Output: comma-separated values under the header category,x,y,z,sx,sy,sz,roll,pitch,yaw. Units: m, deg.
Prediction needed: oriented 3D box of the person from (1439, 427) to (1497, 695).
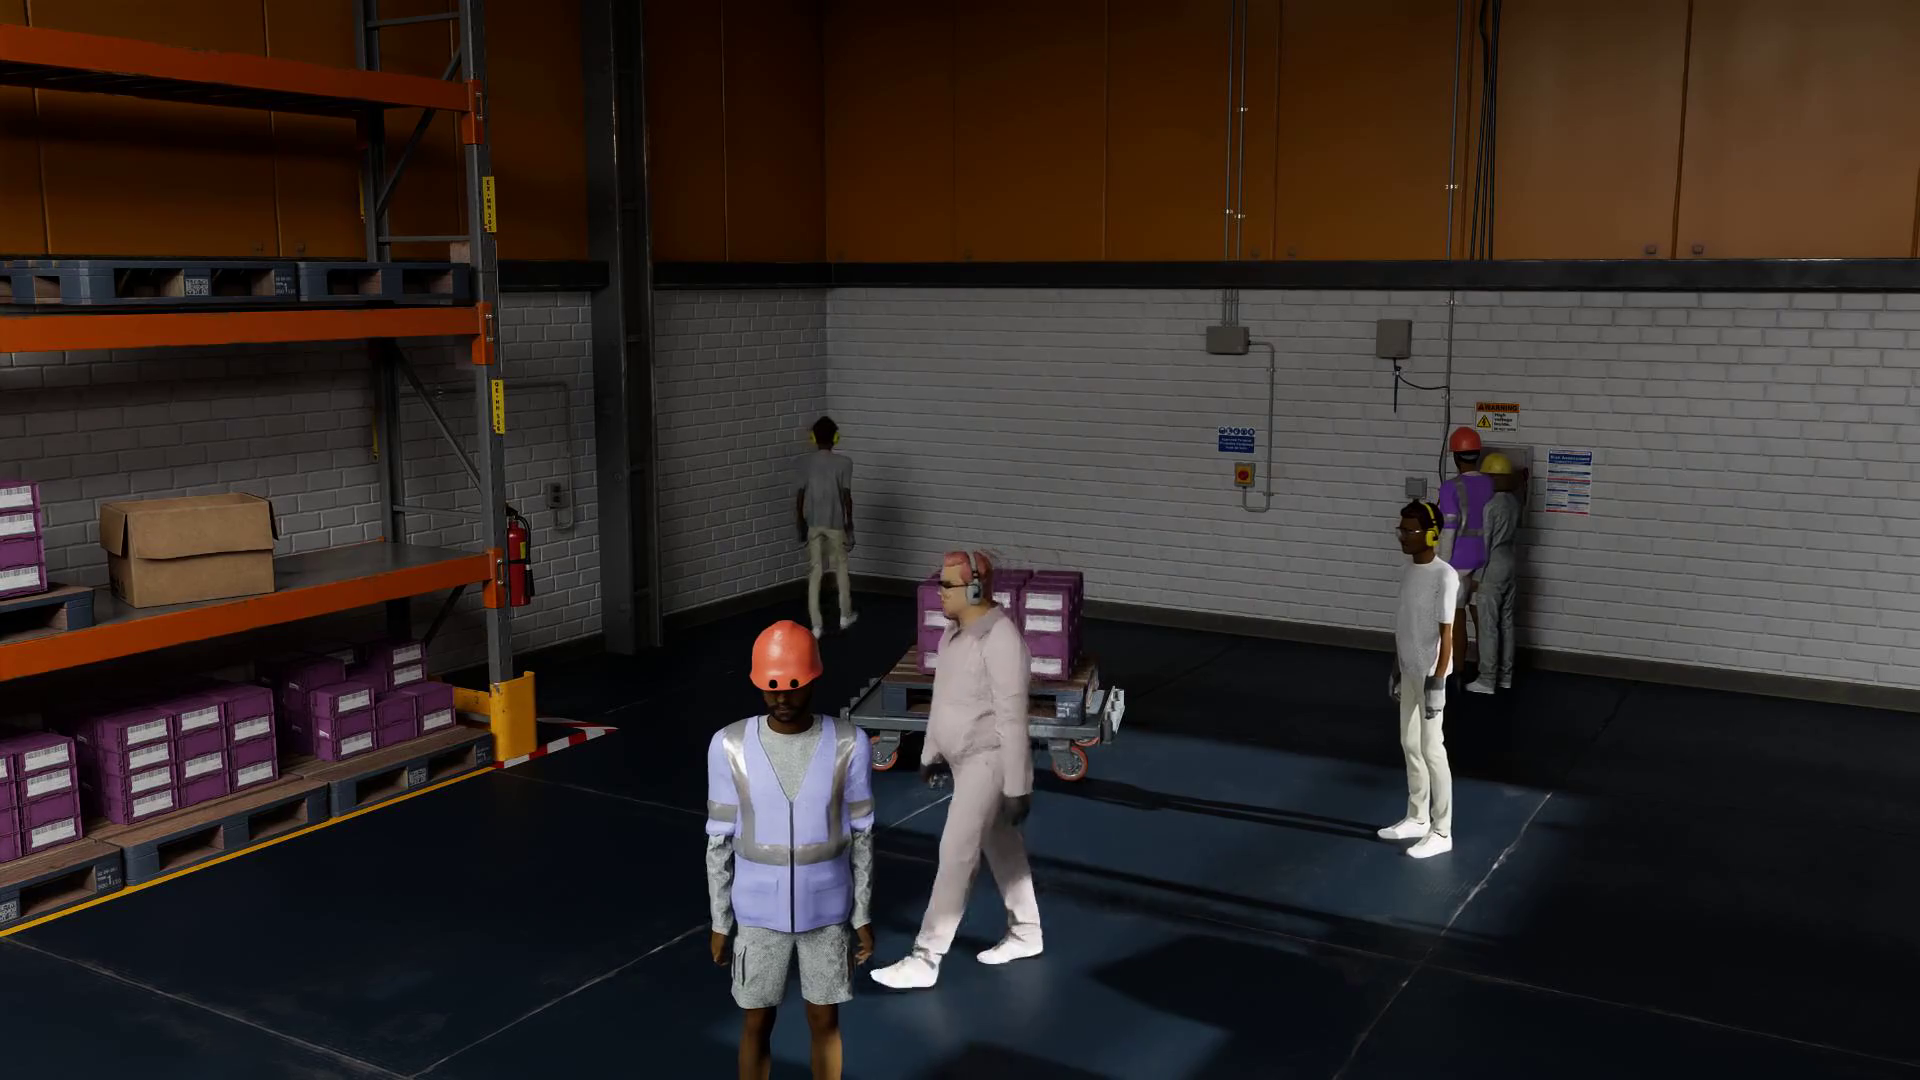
category,x,y,z,sx,sy,sz,roll,pitch,yaw
person,3.634,0.149,12.021,0.547,1.934,0.376,-5,10,-29

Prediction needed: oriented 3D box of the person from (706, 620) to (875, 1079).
category,x,y,z,sx,sy,sz,roll,pitch,yaw
person,-0.545,1.206,5.418,0.550,1.935,0.376,-1,9,-6

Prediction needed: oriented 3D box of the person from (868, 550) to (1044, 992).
category,x,y,z,sx,sy,sz,roll,pitch,yaw
person,-0.021,0.973,7.092,0.935,1.862,0.677,-3,10,-18

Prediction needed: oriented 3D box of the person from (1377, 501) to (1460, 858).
category,x,y,z,sx,sy,sz,roll,pitch,yaw
person,2.413,0.717,8.722,0.331,1.859,0.509,-2,9,-14

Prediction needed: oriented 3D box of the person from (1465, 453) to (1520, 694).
category,x,y,z,sx,sy,sz,roll,pitch,yaw
person,3.862,0.239,12.082,0.316,1.741,0.487,9,13,43

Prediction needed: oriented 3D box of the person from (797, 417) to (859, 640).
category,x,y,z,sx,sy,sz,roll,pitch,yaw
person,-1.106,-0.116,14.016,0.532,1.831,0.871,2,9,10
